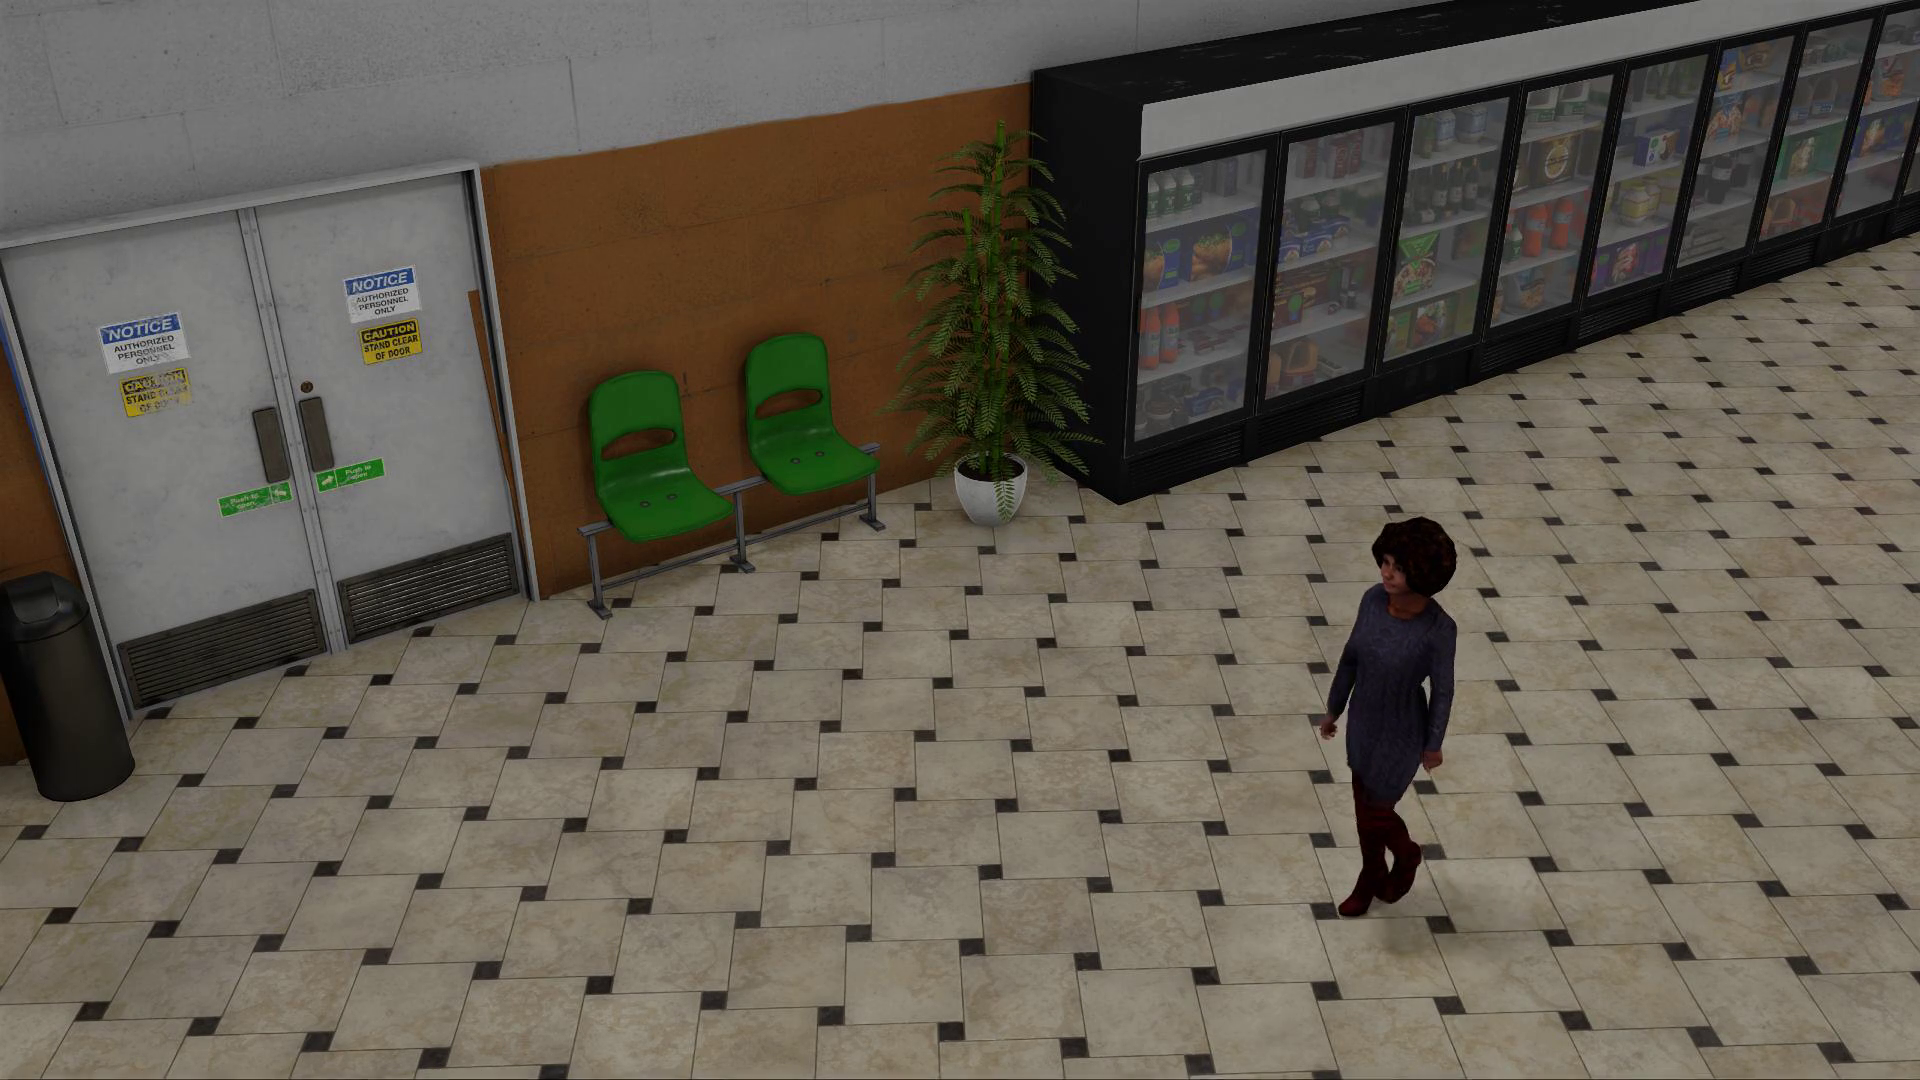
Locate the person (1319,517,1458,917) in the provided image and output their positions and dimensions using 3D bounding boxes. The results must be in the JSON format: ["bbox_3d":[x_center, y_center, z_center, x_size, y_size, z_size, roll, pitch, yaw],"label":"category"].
[{"bbox_3d":[1.645,0.681,6.162,0.672,1.700,0.605,-16,32,-27],"label":"person"}]
